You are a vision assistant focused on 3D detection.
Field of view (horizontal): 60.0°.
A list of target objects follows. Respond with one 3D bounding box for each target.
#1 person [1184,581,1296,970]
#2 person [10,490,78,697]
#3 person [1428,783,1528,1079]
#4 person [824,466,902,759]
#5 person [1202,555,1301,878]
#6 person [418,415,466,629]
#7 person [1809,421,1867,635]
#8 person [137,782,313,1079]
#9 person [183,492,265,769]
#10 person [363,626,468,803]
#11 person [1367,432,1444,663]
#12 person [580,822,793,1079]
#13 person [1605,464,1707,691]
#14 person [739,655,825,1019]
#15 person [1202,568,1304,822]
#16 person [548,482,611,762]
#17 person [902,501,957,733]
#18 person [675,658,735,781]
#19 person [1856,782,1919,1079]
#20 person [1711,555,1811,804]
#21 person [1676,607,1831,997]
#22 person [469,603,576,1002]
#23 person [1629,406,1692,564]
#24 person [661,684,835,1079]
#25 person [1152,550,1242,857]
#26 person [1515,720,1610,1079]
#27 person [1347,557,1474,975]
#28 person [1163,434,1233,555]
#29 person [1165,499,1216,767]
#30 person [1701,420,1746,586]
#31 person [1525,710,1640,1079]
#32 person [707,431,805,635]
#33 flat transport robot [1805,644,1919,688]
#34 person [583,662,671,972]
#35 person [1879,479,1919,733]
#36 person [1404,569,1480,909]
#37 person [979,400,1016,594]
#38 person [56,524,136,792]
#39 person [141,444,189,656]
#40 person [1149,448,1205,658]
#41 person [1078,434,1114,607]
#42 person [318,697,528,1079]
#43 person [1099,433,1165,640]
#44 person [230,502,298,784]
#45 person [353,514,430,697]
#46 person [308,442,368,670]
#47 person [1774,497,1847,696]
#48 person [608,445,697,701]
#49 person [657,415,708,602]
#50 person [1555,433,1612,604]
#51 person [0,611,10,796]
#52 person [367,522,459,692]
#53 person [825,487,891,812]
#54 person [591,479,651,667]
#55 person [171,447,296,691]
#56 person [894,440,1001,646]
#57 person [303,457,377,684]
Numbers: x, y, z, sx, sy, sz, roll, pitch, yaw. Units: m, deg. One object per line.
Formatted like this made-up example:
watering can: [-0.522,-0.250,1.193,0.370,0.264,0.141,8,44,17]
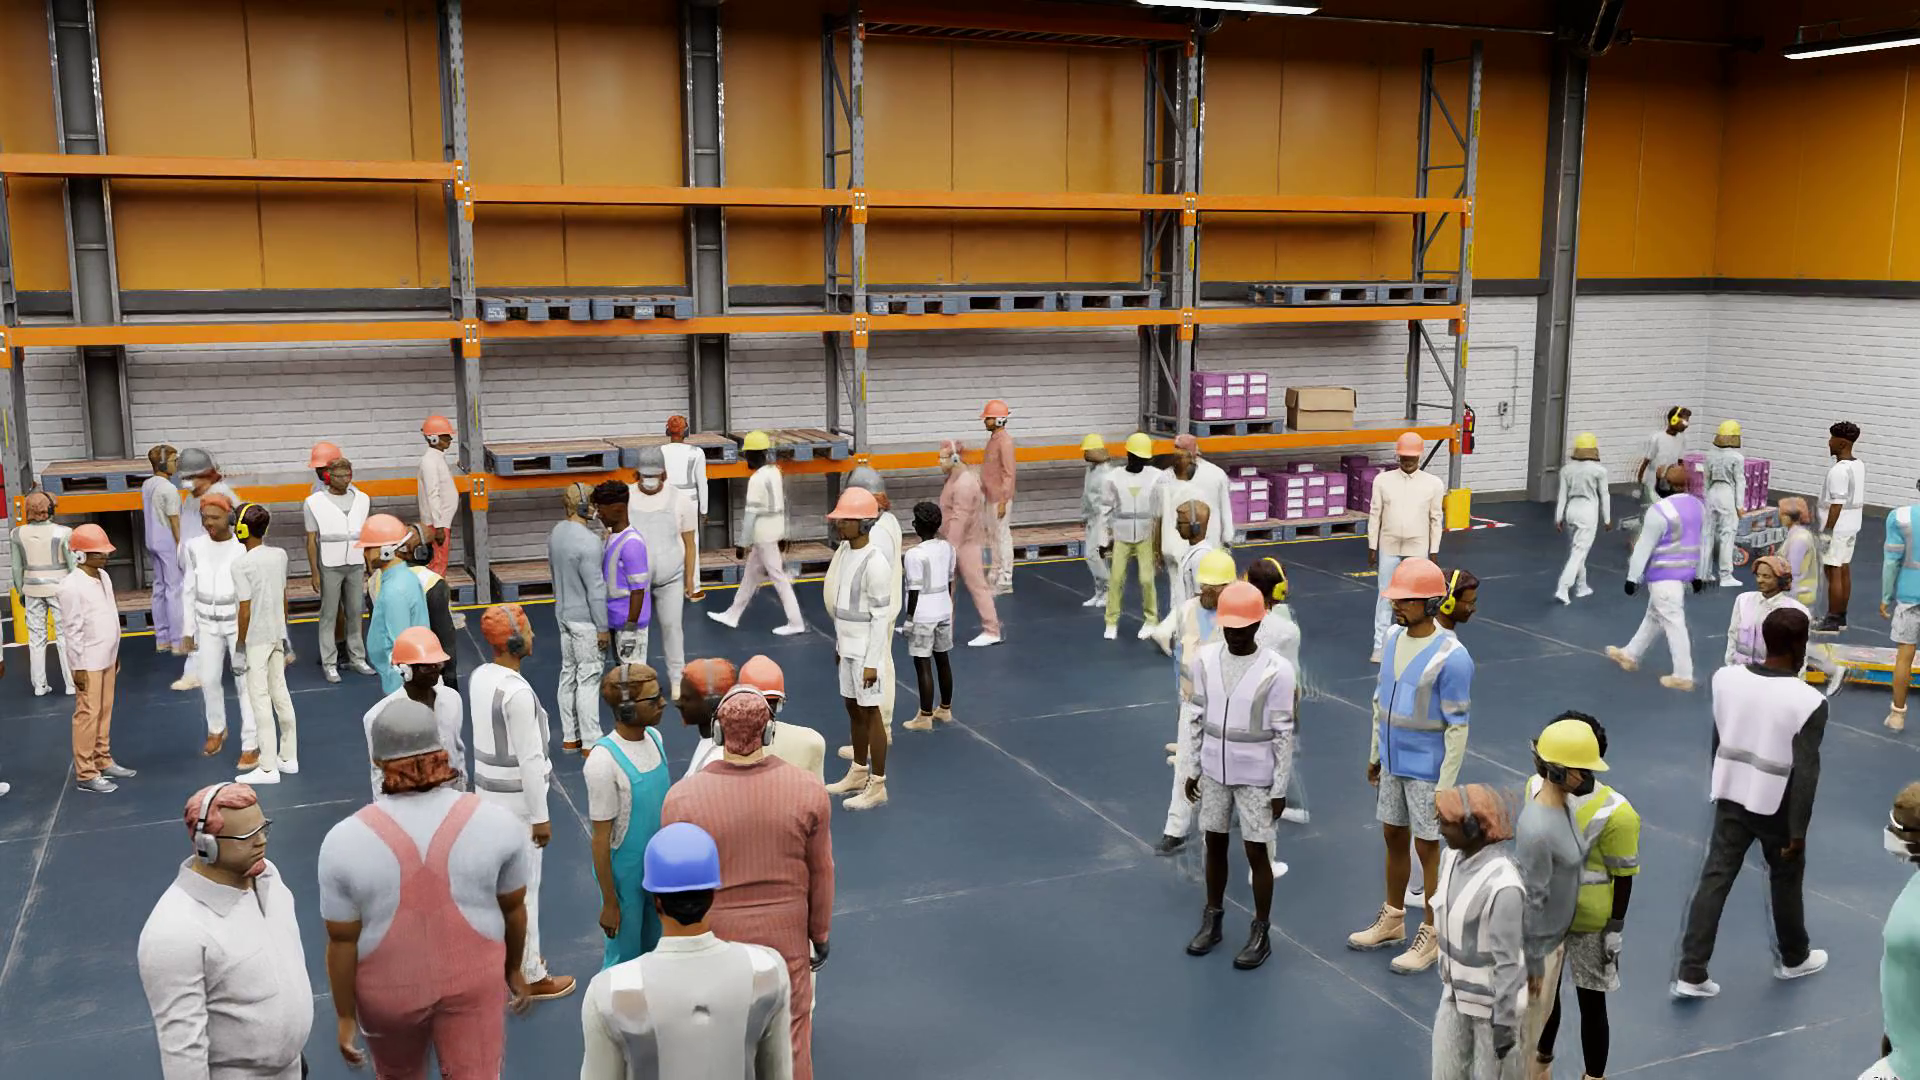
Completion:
person: [1.356,1.143,8.161,0.548,1.929,0.387,8,12,38]
person: [-7.165,0.430,13.090,0.522,1.640,0.306,0,10,-3]
person: [1.973,1.667,6.075,0.653,1.611,0.528,-2,10,-12]
person: [-0.681,0.494,11.570,0.537,2.000,0.678,2,10,11]
person: [1.611,1.010,9.145,0.531,1.854,0.557,9,13,42]
person: [-4.852,-0.171,15.532,0.377,1.995,0.608,-2,10,-14]
person: [8.059,-0.107,15.279,0.367,1.955,0.606,9,13,43]
person: [-2.211,1.672,5.164,0.409,1.907,0.651,1,10,4]
person: [-4.975,0.600,11.413,0.721,1.887,0.553,1,10,5]
person: [-2.544,1.270,7.912,0.318,1.756,0.560,5,11,27]
person: [3.775,0.069,14.146,0.611,1.995,0.376,3,10,15]
person: [-0.760,1.745,4.679,0.625,1.933,0.419,-5,11,-27]
person: [5.649,0.275,13.518,0.658,1.795,0.931,-6,12,-33]
person: [-0.860,1.370,7.345,0.560,1.752,0.326,-6,11,-29]
person: [1.838,0.930,10.329,0.775,1.587,0.565,7,12,35]
person: [-2.601,0.558,11.491,0.372,1.940,0.631,-8,13,-39]
person: [-0.235,0.560,12.176,0.315,1.695,0.541,7,12,35]
person: [-0.994,1.398,6.810,0.342,1.883,0.586,-1,10,-7]
person: [3.125,1.669,5.257,1.005,1.896,0.643,7,12,36]
person: [5.014,0.899,10.381,0.313,1.642,0.513,-6,12,-32]
person: [3.767,1.230,7.845,1.002,1.875,0.609,-6,12,-32]
person: [-2.084,1.224,7.811,0.355,1.885,0.574,-8,13,-39]
person: [7.697,-0.556,18.228,0.532,1.824,0.758,-5,11,-29]
person: [-0.794,1.480,6.275,0.642,1.909,0.410,-2,10,-14]
person: [1.516,0.929,9.837,0.607,1.783,0.930,7,12,37]
person: [2.255,1.537,6.377,0.353,1.757,0.525,6,11,30]
person: [2.200,1.090,8.124,0.377,2.045,0.605,-5,11,-25]
person: [2.107,-0.013,14.998,0.652,1.867,0.556,-2,10,-13]
person: [1.589,0.631,11.344,0.345,1.845,0.508,1,10,7]
person: [8.042,-0.389,17.509,0.292,1.745,0.485,-5,11,-28]
person: [2.456,1.508,6.710,0.317,1.696,0.540,-6,11,-31]
person: [-1.862,-0.055,15.195,0.974,1.871,0.613,2,10,9]
flat transport robot: [7.575,1.039,13.520,1.431,0.197,0.652,4,11,23]
person: [-1.340,1.406,6.869,0.329,1.845,0.518,3,10,17]
person: [7.015,0.409,12.059,0.610,2.043,0.389,5,11,28]
person: [2.564,1.061,8.847,0.350,1.857,0.520,3,10,16]
person: [0.379,-0.444,17.103,0.380,1.995,0.611,-3,10,-15]
person: [-5.639,0.757,10.879,0.342,1.749,0.573,-1,10,-5]
person: [-6.880,0.089,14.470,0.508,1.844,0.342,7,12,36]
person: [1.876,0.128,14.284,0.614,1.831,0.542,-8,13,-39]
person: [1.341,-0.185,16.401,0.361,1.717,0.518,-3,10,-15]
person: [-1.847,1.496,5.796,0.679,2.000,1.025,-4,10,-20]
person: [1.558,-0.026,14.981,0.607,1.907,0.435,1,10,4]
person: [-4.629,0.679,10.991,0.328,1.872,0.514,2,10,13]
person: [-3.323,0.827,9.821,0.404,1.985,0.601,-2,10,-14]
person: [-5.267,0.130,13.994,0.545,1.928,0.375,6,12,31]
person: [6.571,0.463,12.949,0.565,1.617,0.506,3,10,18]
person: [-2.396,0.254,12.949,0.677,2.000,0.537,-1,10,-6]
person: [-2.810,-0.310,16.649,0.587,1.882,0.342,0,10,0]
person: [6.198,-0.222,16.659,0.860,1.705,0.487,-7,12,-37]
person: [-6.372,0.740,10.504,0.591,1.919,0.392,-4,11,-22]
person: [-3.363,0.802,10.365,0.634,1.841,0.429,5,11,28]
person: [-0.645,0.680,10.480,0.365,2.048,0.607,-5,11,-26]
person: [-2.328,0.549,11.484,0.380,1.959,0.600,-4,11,-22]
person: [-5.953,0.153,13.531,0.686,2.000,1.019,6,12,32]
person: [-0.083,0.040,14.701,0.978,1.852,0.668,-2,10,-9]
person: [-5.078,0.232,13.644,0.390,1.844,0.563,8,13,39]
